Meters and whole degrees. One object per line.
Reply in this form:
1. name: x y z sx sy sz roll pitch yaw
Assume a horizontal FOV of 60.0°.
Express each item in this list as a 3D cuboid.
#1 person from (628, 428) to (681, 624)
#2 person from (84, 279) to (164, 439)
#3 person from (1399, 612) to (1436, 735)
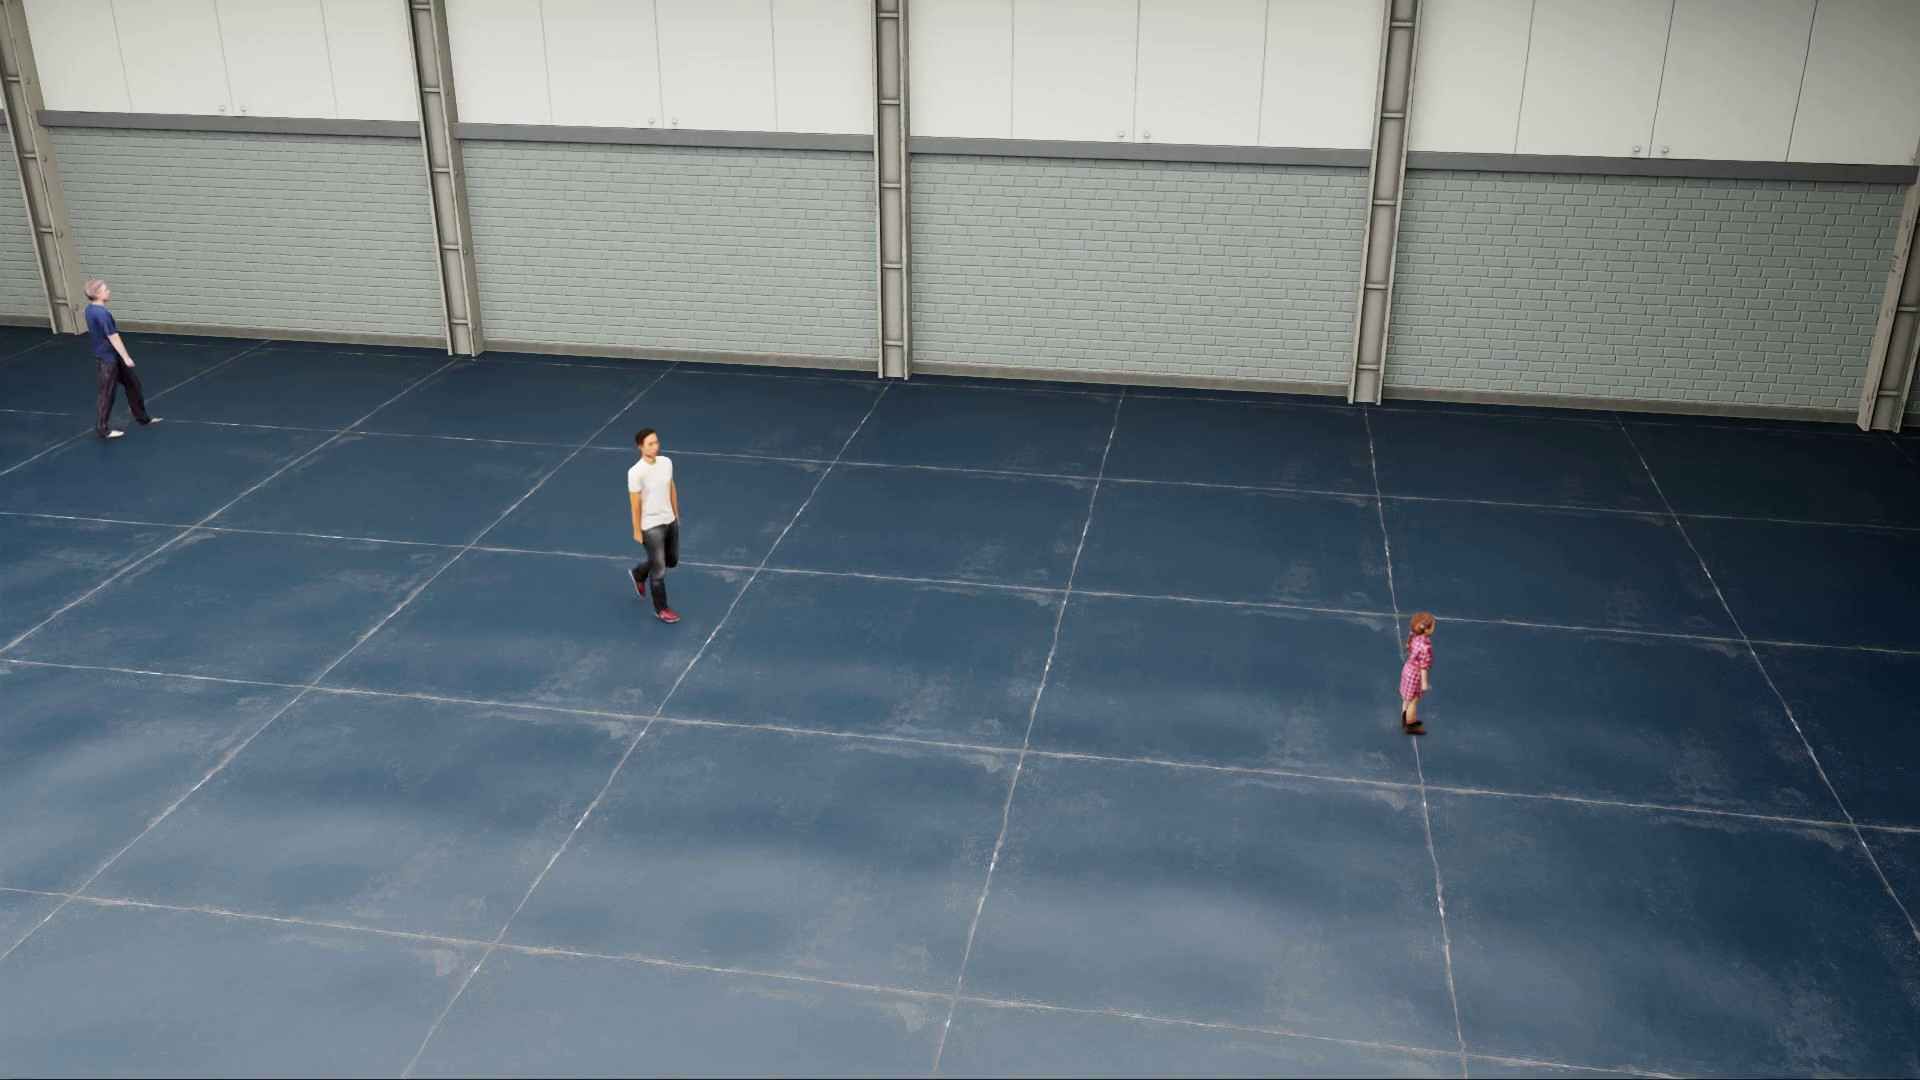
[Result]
1. person: -2.761 -0.162 14.808 1.032 1.786 0.873 15 27 32
2. person: -9.926 -2.060 19.202 1.097 1.839 1.019 -13 26 -27
3. person: 3.559 1.031 12.975 0.499 1.024 0.469 -2 23 -5
